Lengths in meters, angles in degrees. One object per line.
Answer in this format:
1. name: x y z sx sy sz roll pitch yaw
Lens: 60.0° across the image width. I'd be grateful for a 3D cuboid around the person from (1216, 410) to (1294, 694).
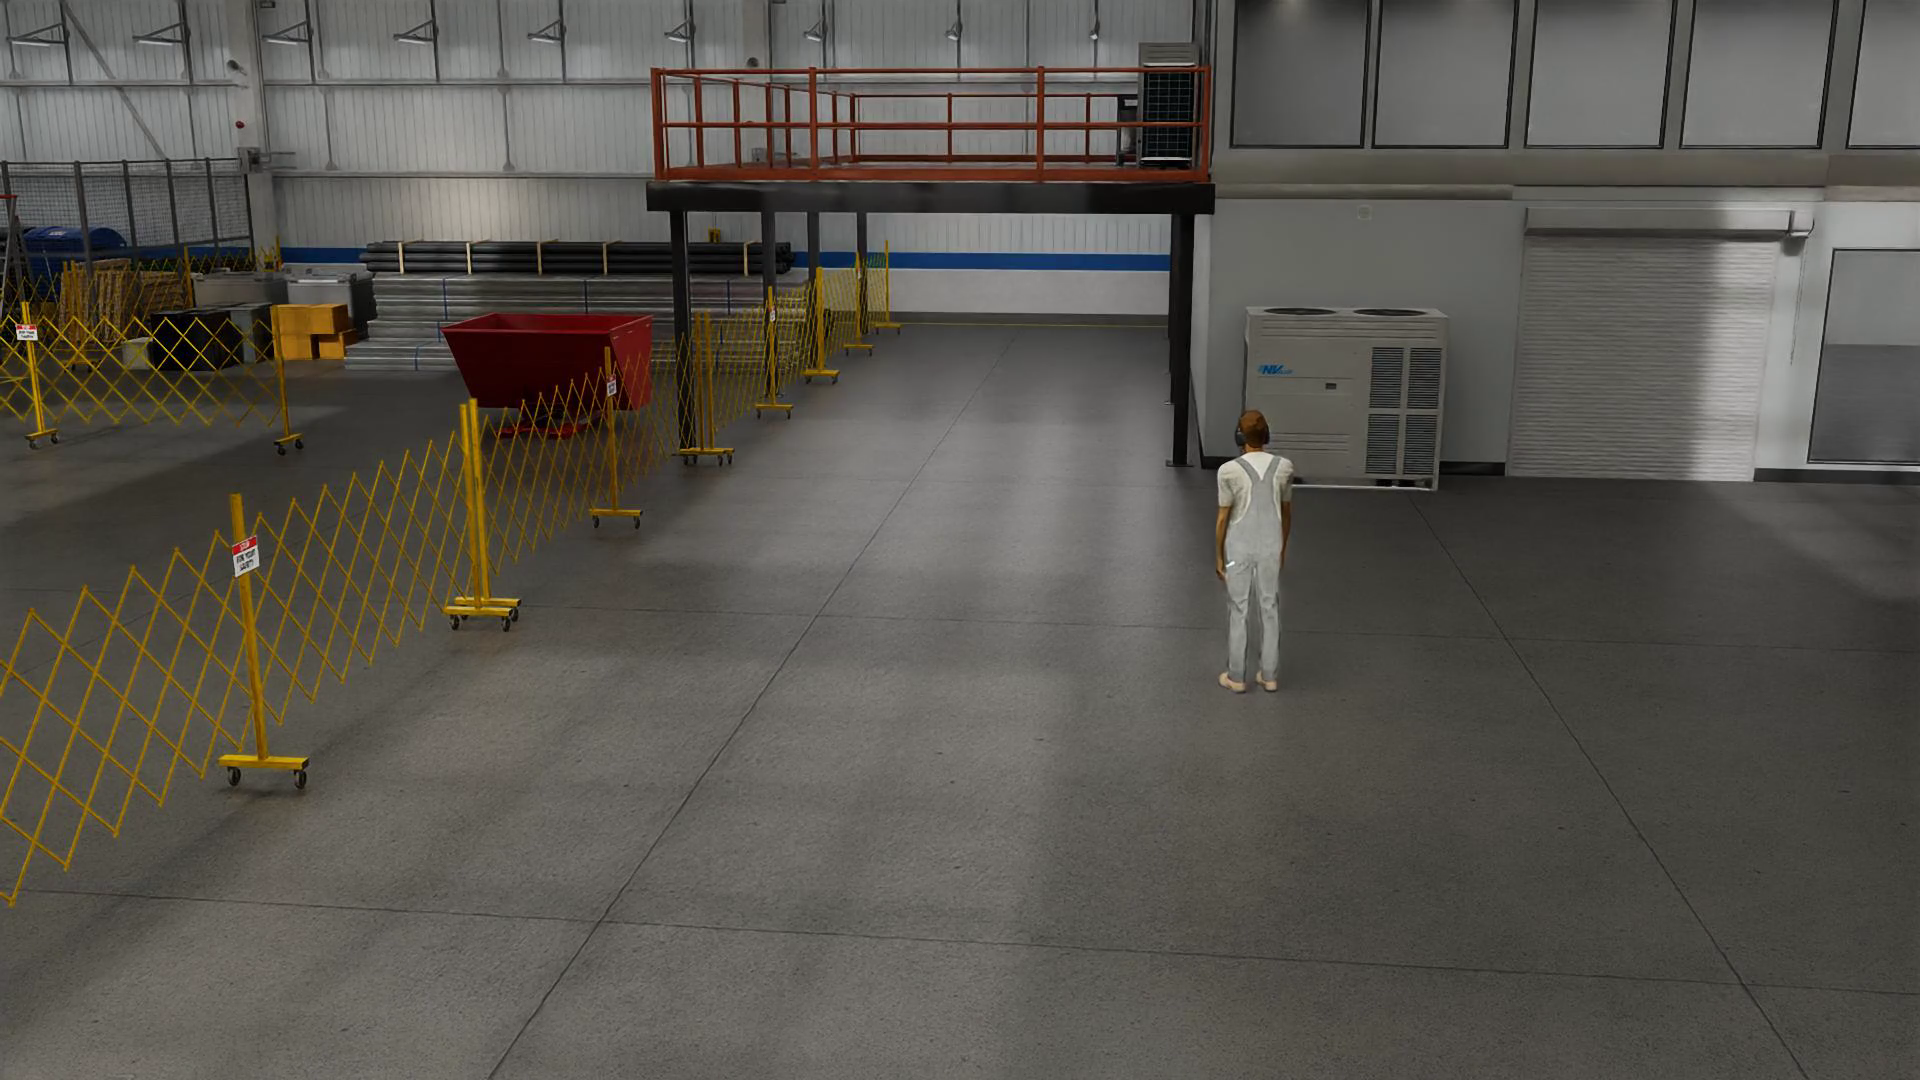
1. person: 1.869 0.082 10.658 0.502 1.831 0.362 -2 14 -8
